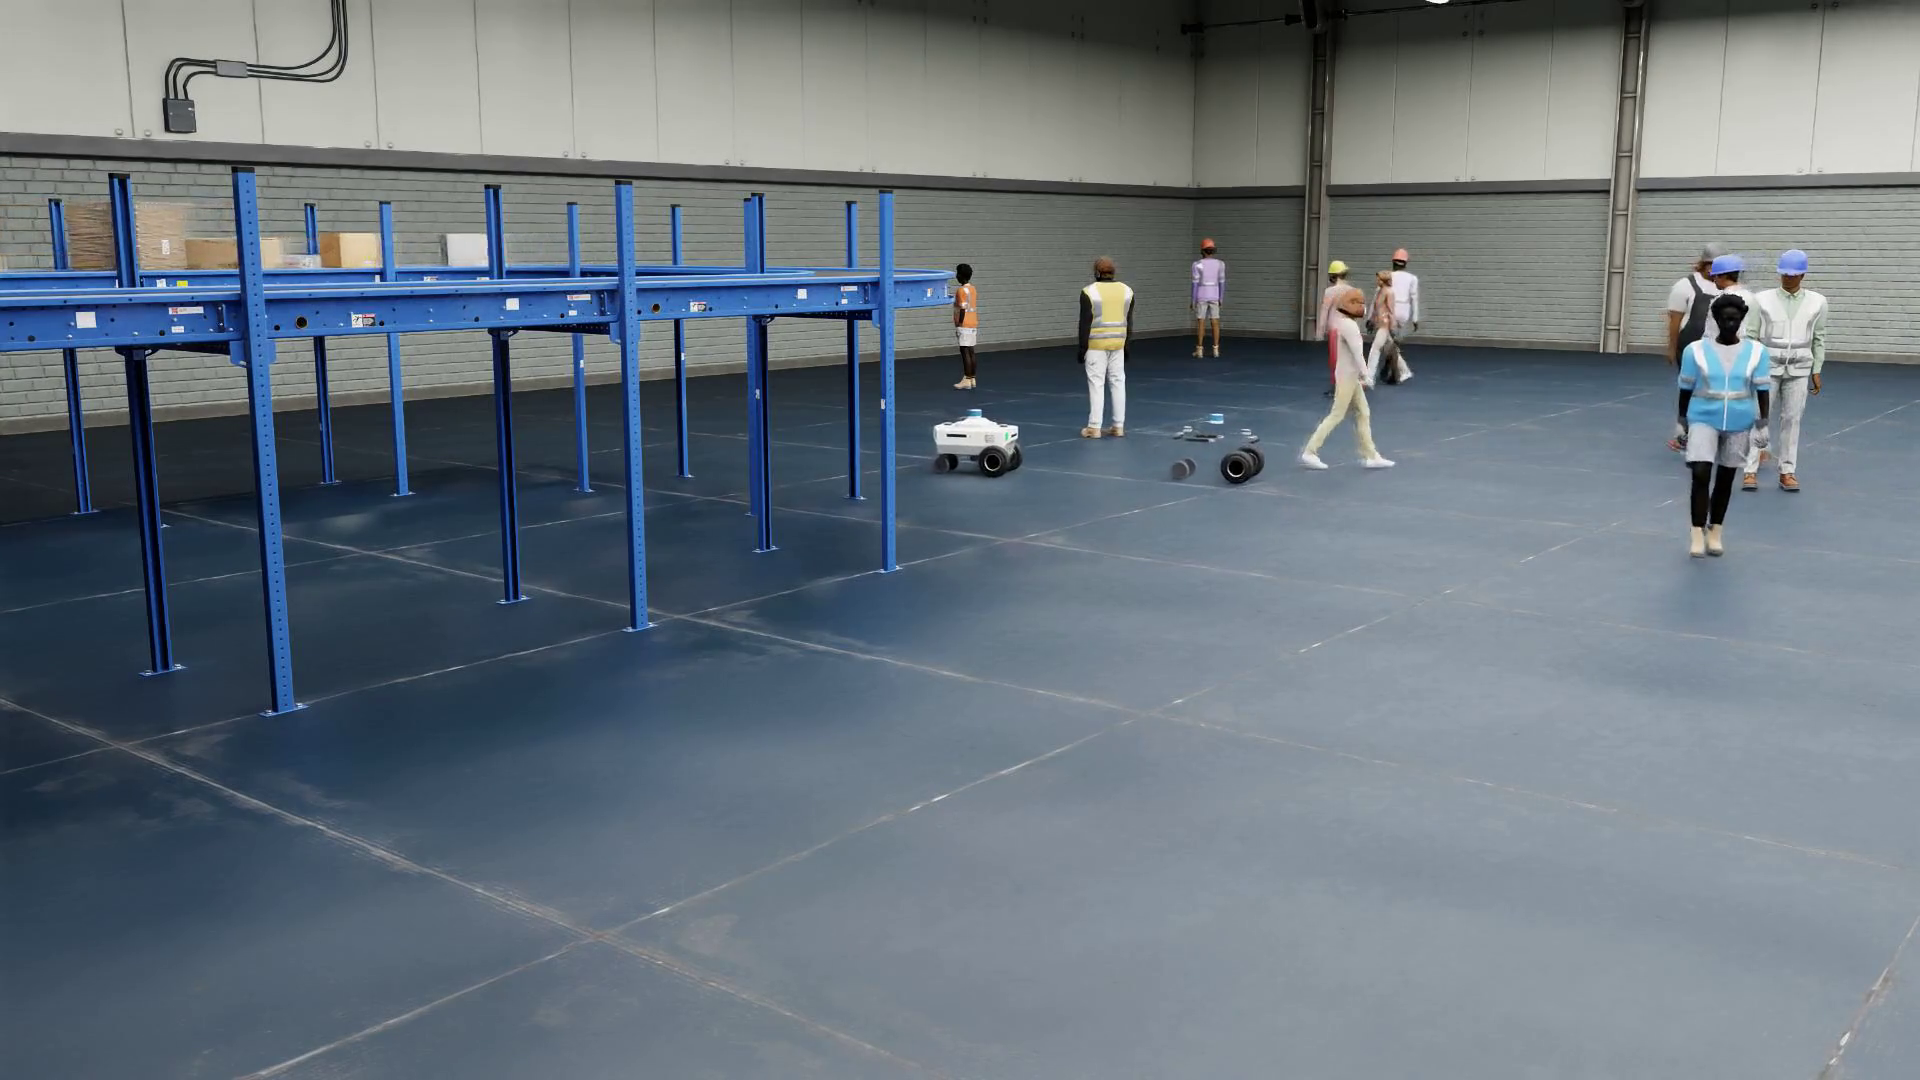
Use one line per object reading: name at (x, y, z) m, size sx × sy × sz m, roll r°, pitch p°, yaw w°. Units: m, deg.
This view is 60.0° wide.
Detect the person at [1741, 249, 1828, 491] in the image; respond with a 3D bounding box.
person at (6.662, -1.368, 13.460) m, size 0.605 × 1.938 × 0.412 m, roll 3°, pitch 11°, yaw 14°

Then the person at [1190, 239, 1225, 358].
person at (4.267, -4.167, 28.762) m, size 0.626 × 2.038 × 0.575 m, roll -2°, pitch 10°, yaw -12°

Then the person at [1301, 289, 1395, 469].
person at (3.440, -1.425, 14.735) m, size 0.819 × 1.592 × 0.507 m, roll 2°, pitch 10°, yaw 10°

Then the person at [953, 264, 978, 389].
person at (0.068, -2.917, 22.708) m, size 0.316 × 1.698 × 0.542 m, roll 3°, pitch 11°, yaw 18°

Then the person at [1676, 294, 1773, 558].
person at (4.833, -0.709, 10.521) m, size 0.552 × 1.664 × 0.729 m, roll 3°, pitch 11°, yaw 15°

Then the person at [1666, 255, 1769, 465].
person at (6.933, -1.625, 15.050) m, size 0.617 × 1.879 × 1.046 m, roll -8°, pitch 13°, yaw -36°

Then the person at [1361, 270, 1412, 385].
person at (5.995, -2.979, 23.315) m, size 0.823 × 1.602 × 0.516 m, roll 0°, pitch 10°, yaw 0°

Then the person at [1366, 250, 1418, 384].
person at (6.136, -3.170, 23.633) m, size 0.674 × 1.869 × 1.002 m, roll 0°, pitch 10°, yaw -2°

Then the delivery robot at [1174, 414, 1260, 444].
delivery robot at (2.190, -0.959, 14.160) m, size 0.698 × 0.223 × 0.335 m, roll 4°, pitch 11°, yaw 22°

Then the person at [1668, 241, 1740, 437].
person at (7.368, -1.956, 16.553) m, size 0.703 × 2.000 × 0.737 m, roll 0°, pitch 10°, yaw -2°

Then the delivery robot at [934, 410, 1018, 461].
delivery robot at (0.137, -0.898, 14.549) m, size 0.707 × 0.478 × 0.477 m, roll 3°, pitch 11°, yaw 18°

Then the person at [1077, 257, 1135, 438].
person at (1.484, -1.983, 17.141) m, size 0.634 × 1.841 × 0.429 m, roll -5°, pitch 11°, yaw -25°

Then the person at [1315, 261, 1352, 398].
person at (4.813, -2.711, 21.436) m, size 0.540 × 1.746 × 0.609 m, roll -10°, pitch 14°, yaw -43°
